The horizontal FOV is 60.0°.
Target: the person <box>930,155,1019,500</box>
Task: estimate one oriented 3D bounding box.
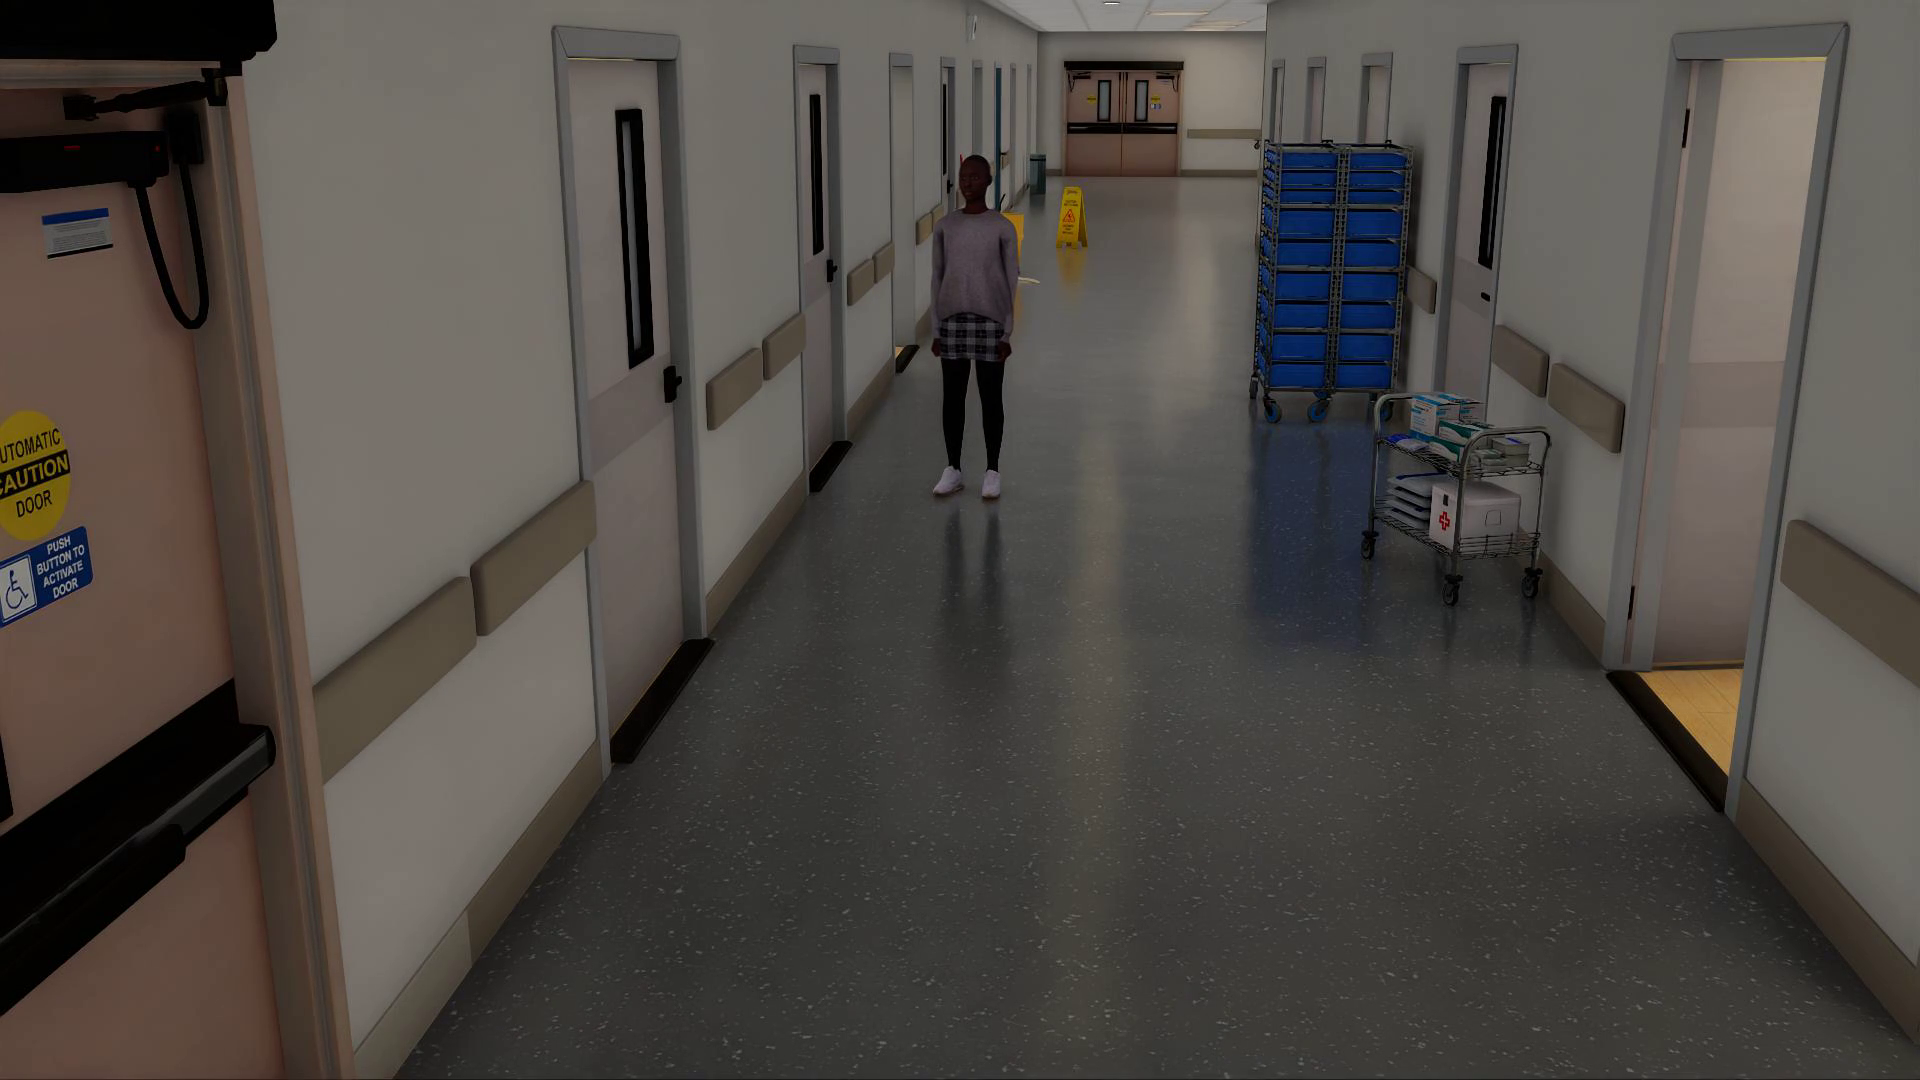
[{"bbox_3d":[0.074,-1.116,8.726,0.644,1.772,0.584,4,16,13],"label":"person"}]
